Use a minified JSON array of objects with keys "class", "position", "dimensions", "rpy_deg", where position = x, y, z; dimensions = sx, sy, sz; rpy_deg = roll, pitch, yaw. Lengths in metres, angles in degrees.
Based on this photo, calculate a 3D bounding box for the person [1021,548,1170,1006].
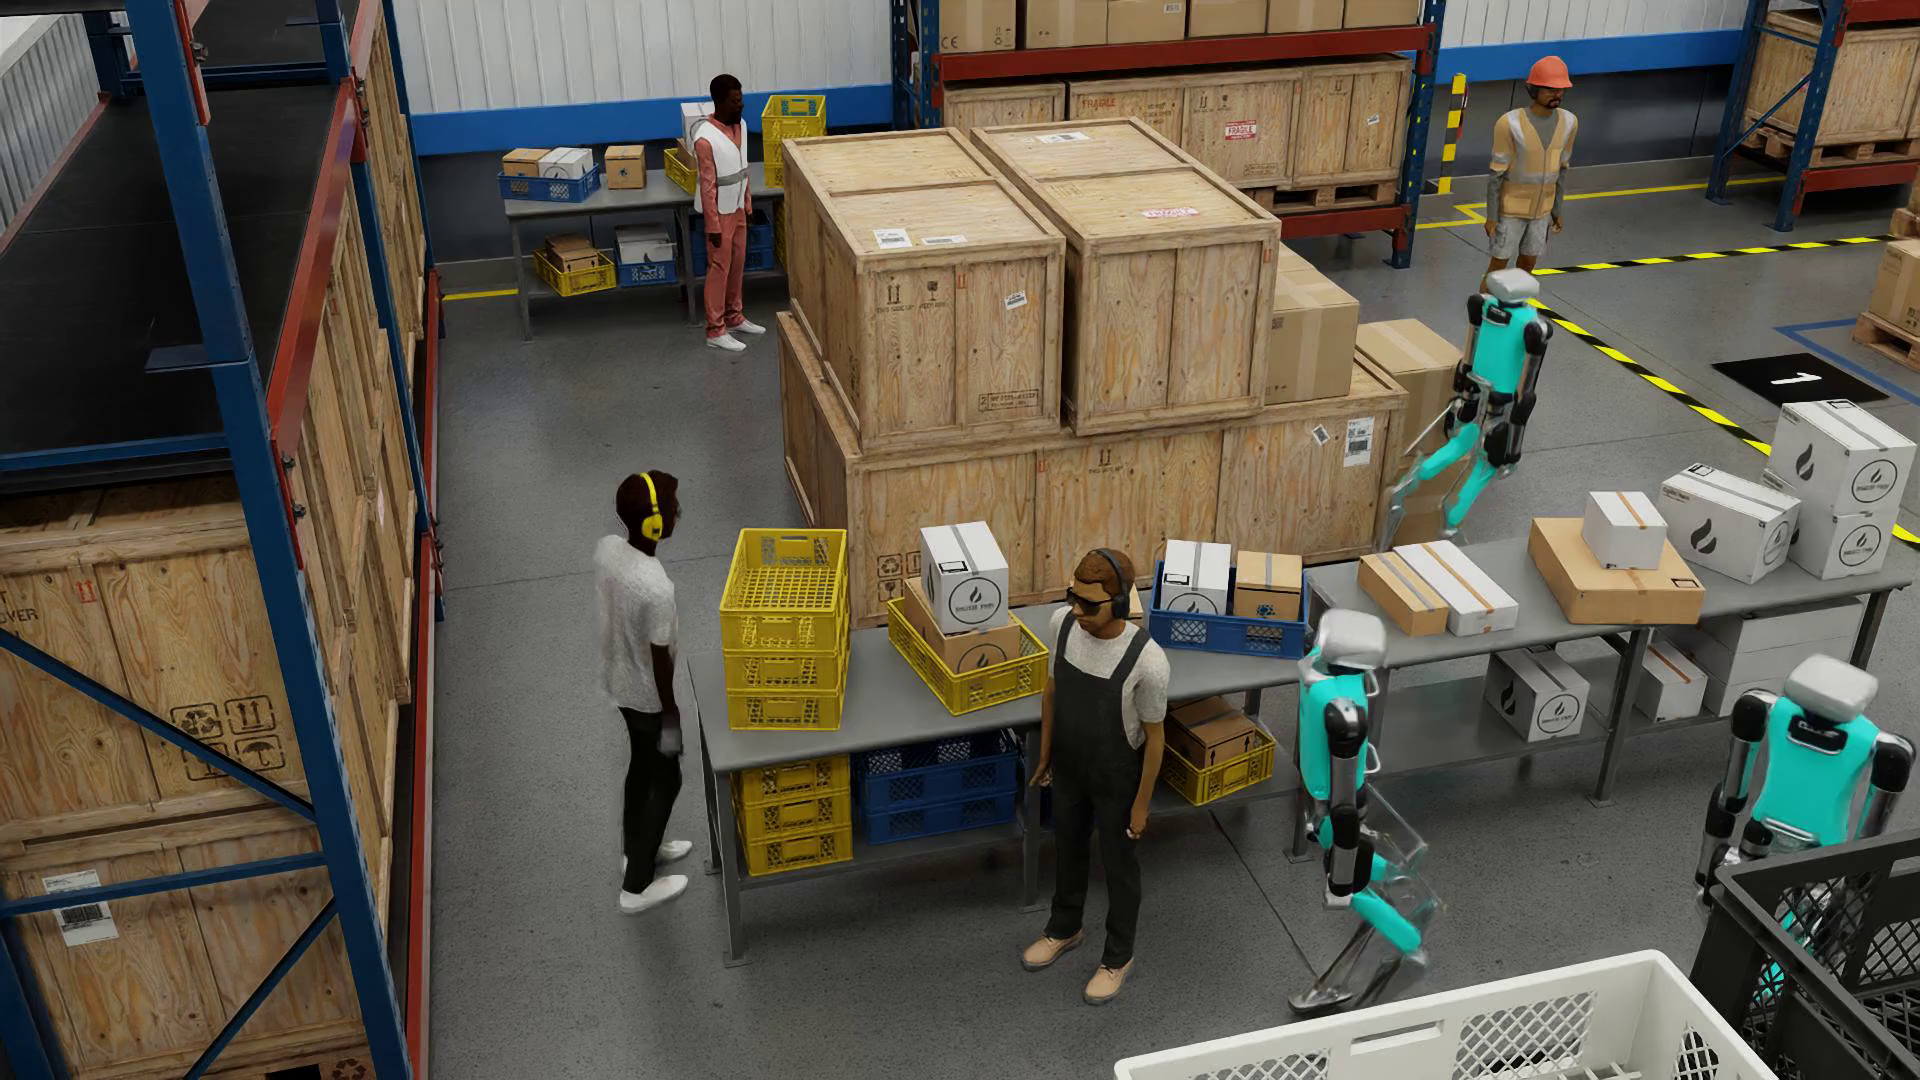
[{"class":"person","position":[0.481,0.843,5.952],"dimensions":[0.506,1.845,0.344],"rpy_deg":[22,36,34]}]

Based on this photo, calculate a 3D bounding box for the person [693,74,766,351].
[{"class":"person","position":[-1.632,-2.275,11.552],"dimensions":[0.393,1.910,0.584],"rpy_deg":[10,30,17]}]

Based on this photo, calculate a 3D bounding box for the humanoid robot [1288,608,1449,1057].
[{"class":"humanoid robot","position":[1.441,1.011,5.697],"dimensions":[0.677,1.739,0.544],"rpy_deg":[0,29,1]}]

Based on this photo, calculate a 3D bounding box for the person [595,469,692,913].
[{"class":"person","position":[-1.237,0.599,6.406],"dimensions":[0.482,1.841,0.530],"rpy_deg":[-19,34,-30]}]

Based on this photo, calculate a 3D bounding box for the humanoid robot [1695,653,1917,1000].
[{"class":"humanoid robot","position":[2.534,1.266,5.336],"dimensions":[0.537,1.765,0.998],"rpy_deg":[23,36,35]}]

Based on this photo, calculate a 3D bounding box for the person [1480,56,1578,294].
[{"class":"person","position":[3.887,-2.280,11.414],"dimensions":[0.607,2.048,0.365],"rpy_deg":[-8,30,-13]}]

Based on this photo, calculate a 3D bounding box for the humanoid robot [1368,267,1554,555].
[{"class":"humanoid robot","position":[2.458,-0.482,8.507],"dimensions":[0.999,1.778,0.528],"rpy_deg":[-13,31,-21]}]

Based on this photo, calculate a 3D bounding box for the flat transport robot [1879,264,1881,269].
[{"class":"flat transport robot","position":[8.022,-2.142,12.975],"dimensions":[1.431,0.197,0.652],"rpy_deg":[-7,30,-13]}]
